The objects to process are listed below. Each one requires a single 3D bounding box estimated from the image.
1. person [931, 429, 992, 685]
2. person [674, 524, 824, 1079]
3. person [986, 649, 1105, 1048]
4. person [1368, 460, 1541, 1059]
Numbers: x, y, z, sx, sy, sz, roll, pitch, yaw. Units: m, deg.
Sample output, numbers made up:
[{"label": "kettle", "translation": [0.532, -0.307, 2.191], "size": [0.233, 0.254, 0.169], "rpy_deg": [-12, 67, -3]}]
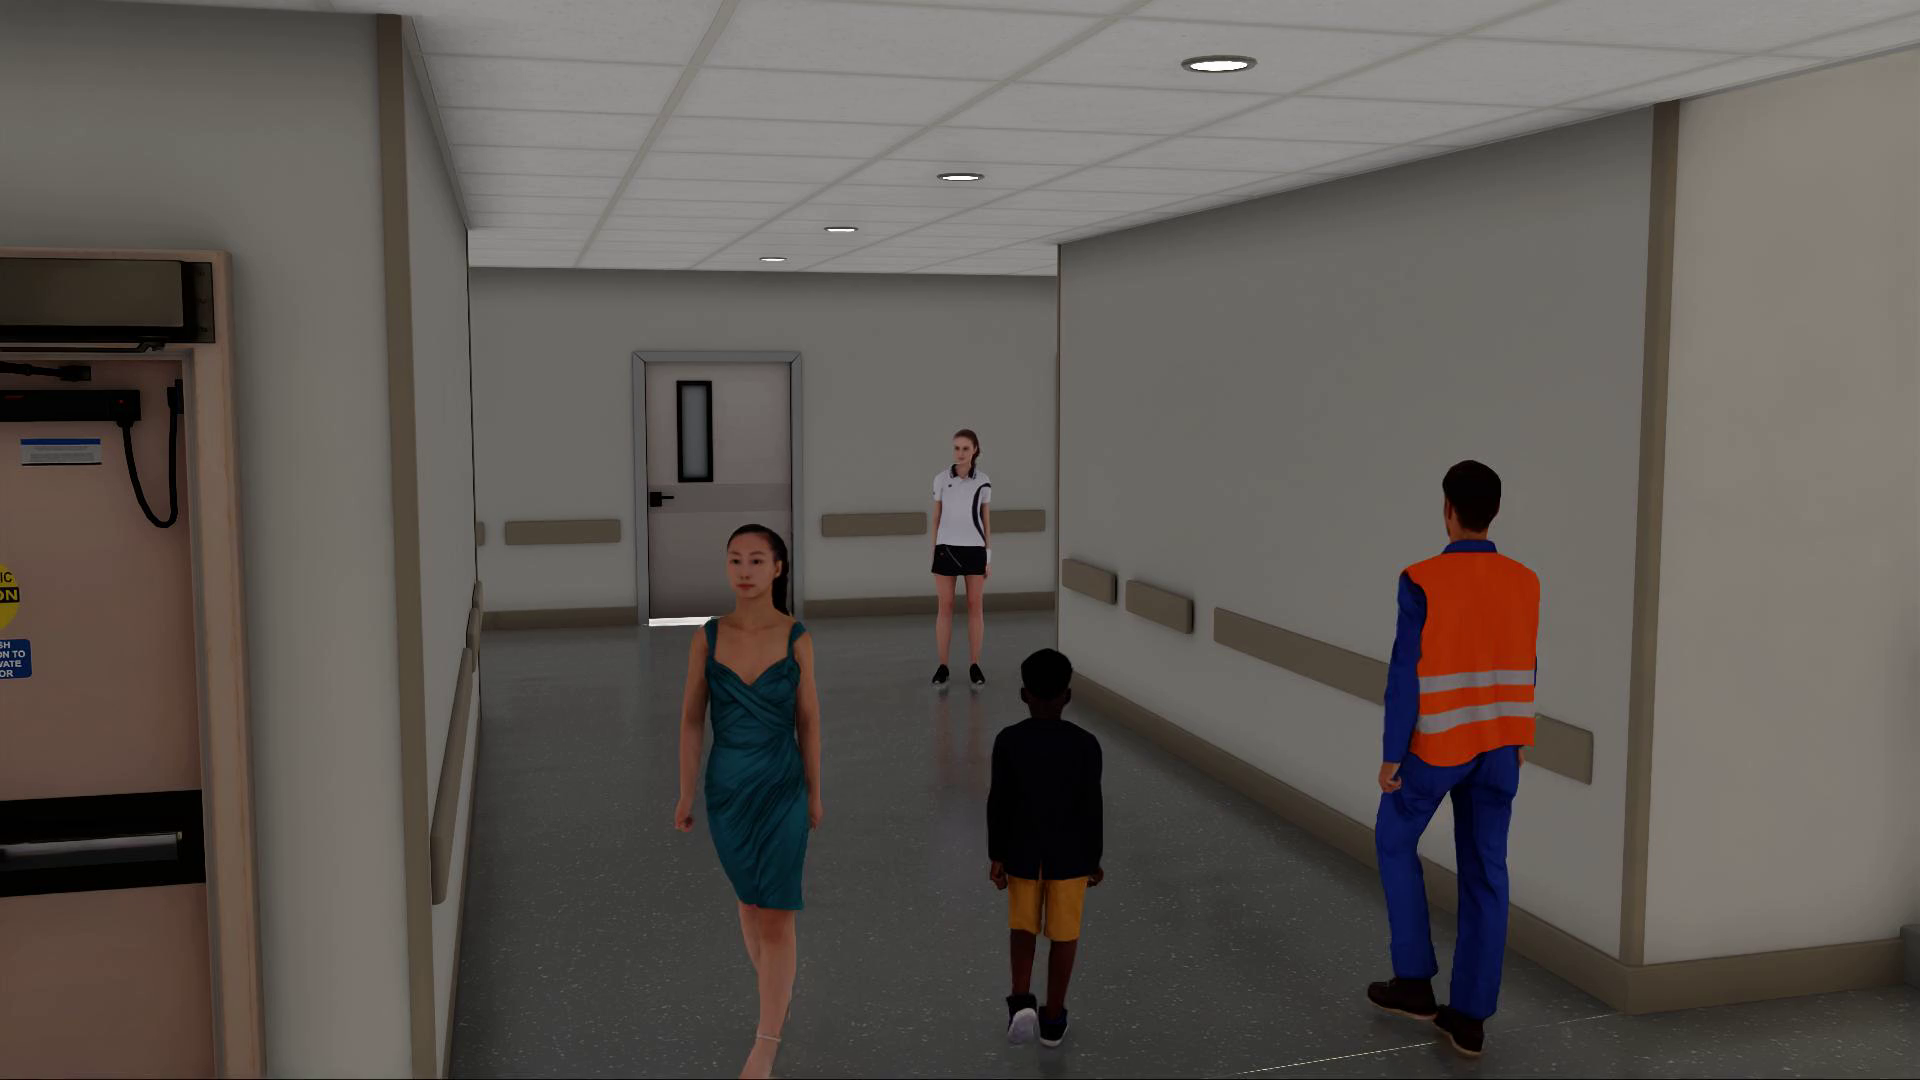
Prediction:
[{"label": "person", "translation": [0.010, 0.111, 11.408], "size": [0.560, 1.751, 0.682], "rpy_deg": [0, 6, 1]}, {"label": "person", "translation": [-0.600, 0.797, 5.101], "size": [1.001, 1.650, 0.885], "rpy_deg": [1, 6, 11]}, {"label": "person", "translation": [0.266, 0.983, 5.195], "size": [0.678, 1.260, 0.705], "rpy_deg": [1, 6, 8]}, {"label": "person", "translation": [1.594, 0.689, 5.167], "size": [0.635, 1.851, 0.790], "rpy_deg": [-1, 6, -13]}]
